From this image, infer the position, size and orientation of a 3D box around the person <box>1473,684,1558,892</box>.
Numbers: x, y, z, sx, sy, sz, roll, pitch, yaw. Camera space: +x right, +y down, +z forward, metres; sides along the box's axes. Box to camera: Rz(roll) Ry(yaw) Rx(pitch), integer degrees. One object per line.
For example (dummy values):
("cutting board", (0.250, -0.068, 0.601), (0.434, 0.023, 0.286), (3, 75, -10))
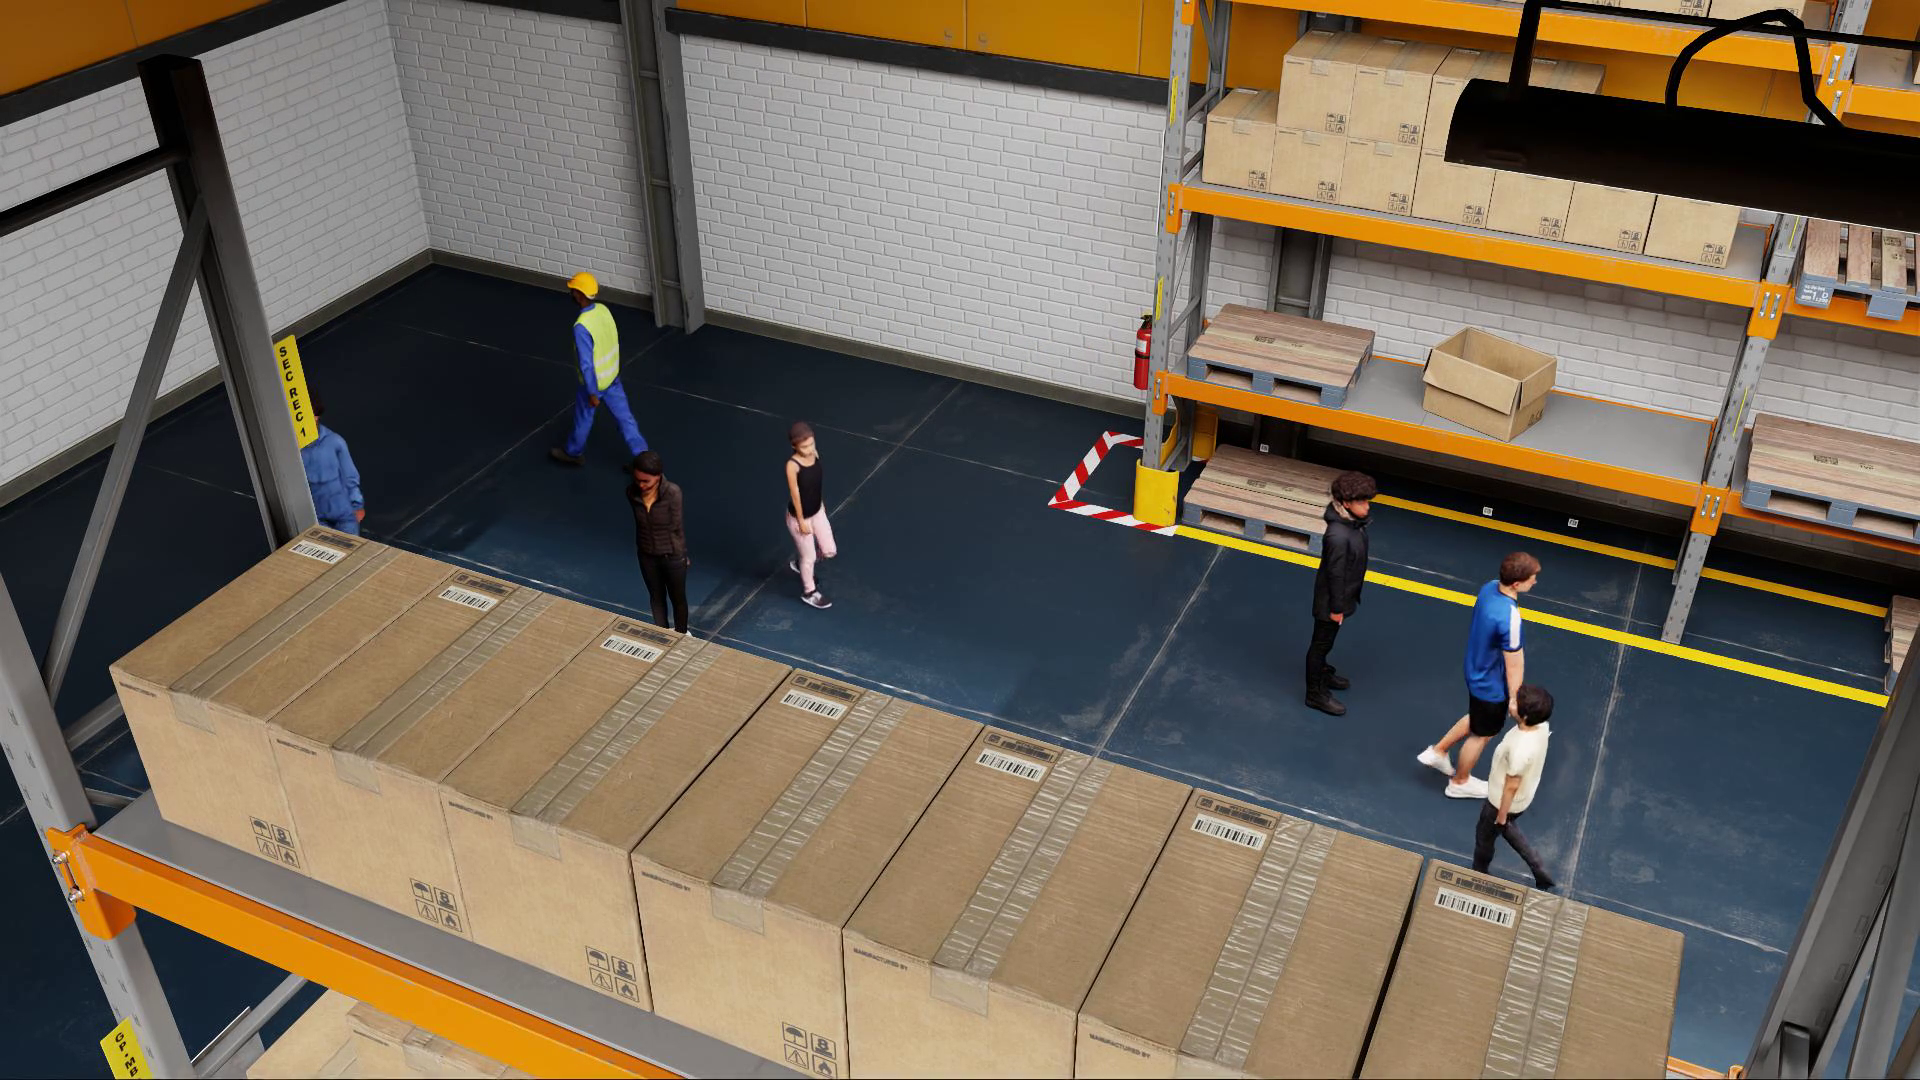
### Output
("person", (3.188, 1.476, 9.456), (0.852, 1.575, 0.686), (22, 39, 29))

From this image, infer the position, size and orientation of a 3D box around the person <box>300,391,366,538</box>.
("person", (-4.498, -0.289, 11.909), (0.748, 1.798, 0.855), (-1, 34, -1))

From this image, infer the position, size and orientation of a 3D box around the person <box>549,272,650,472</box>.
("person", (-2.851, -1.289, 13.441), (1.203, 1.768, 0.751), (11, 35, 16))

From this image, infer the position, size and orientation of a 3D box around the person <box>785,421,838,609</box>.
("person", (-1.165, -0.193, 11.992), (0.694, 1.546, 0.577), (20, 38, 27))

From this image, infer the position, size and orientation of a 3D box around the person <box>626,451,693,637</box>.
("person", (-2.054, 0.084, 11.472), (0.618, 1.660, 0.688), (-8, 34, -11))

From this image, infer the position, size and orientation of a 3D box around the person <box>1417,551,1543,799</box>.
("person", (3.134, 0.849, 10.153), (0.888, 1.849, 0.816), (-1, 34, -2))

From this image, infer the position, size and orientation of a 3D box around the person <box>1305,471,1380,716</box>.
("person", (2.488, 0.324, 11.007), (0.581, 1.777, 0.630), (12, 35, 17))
